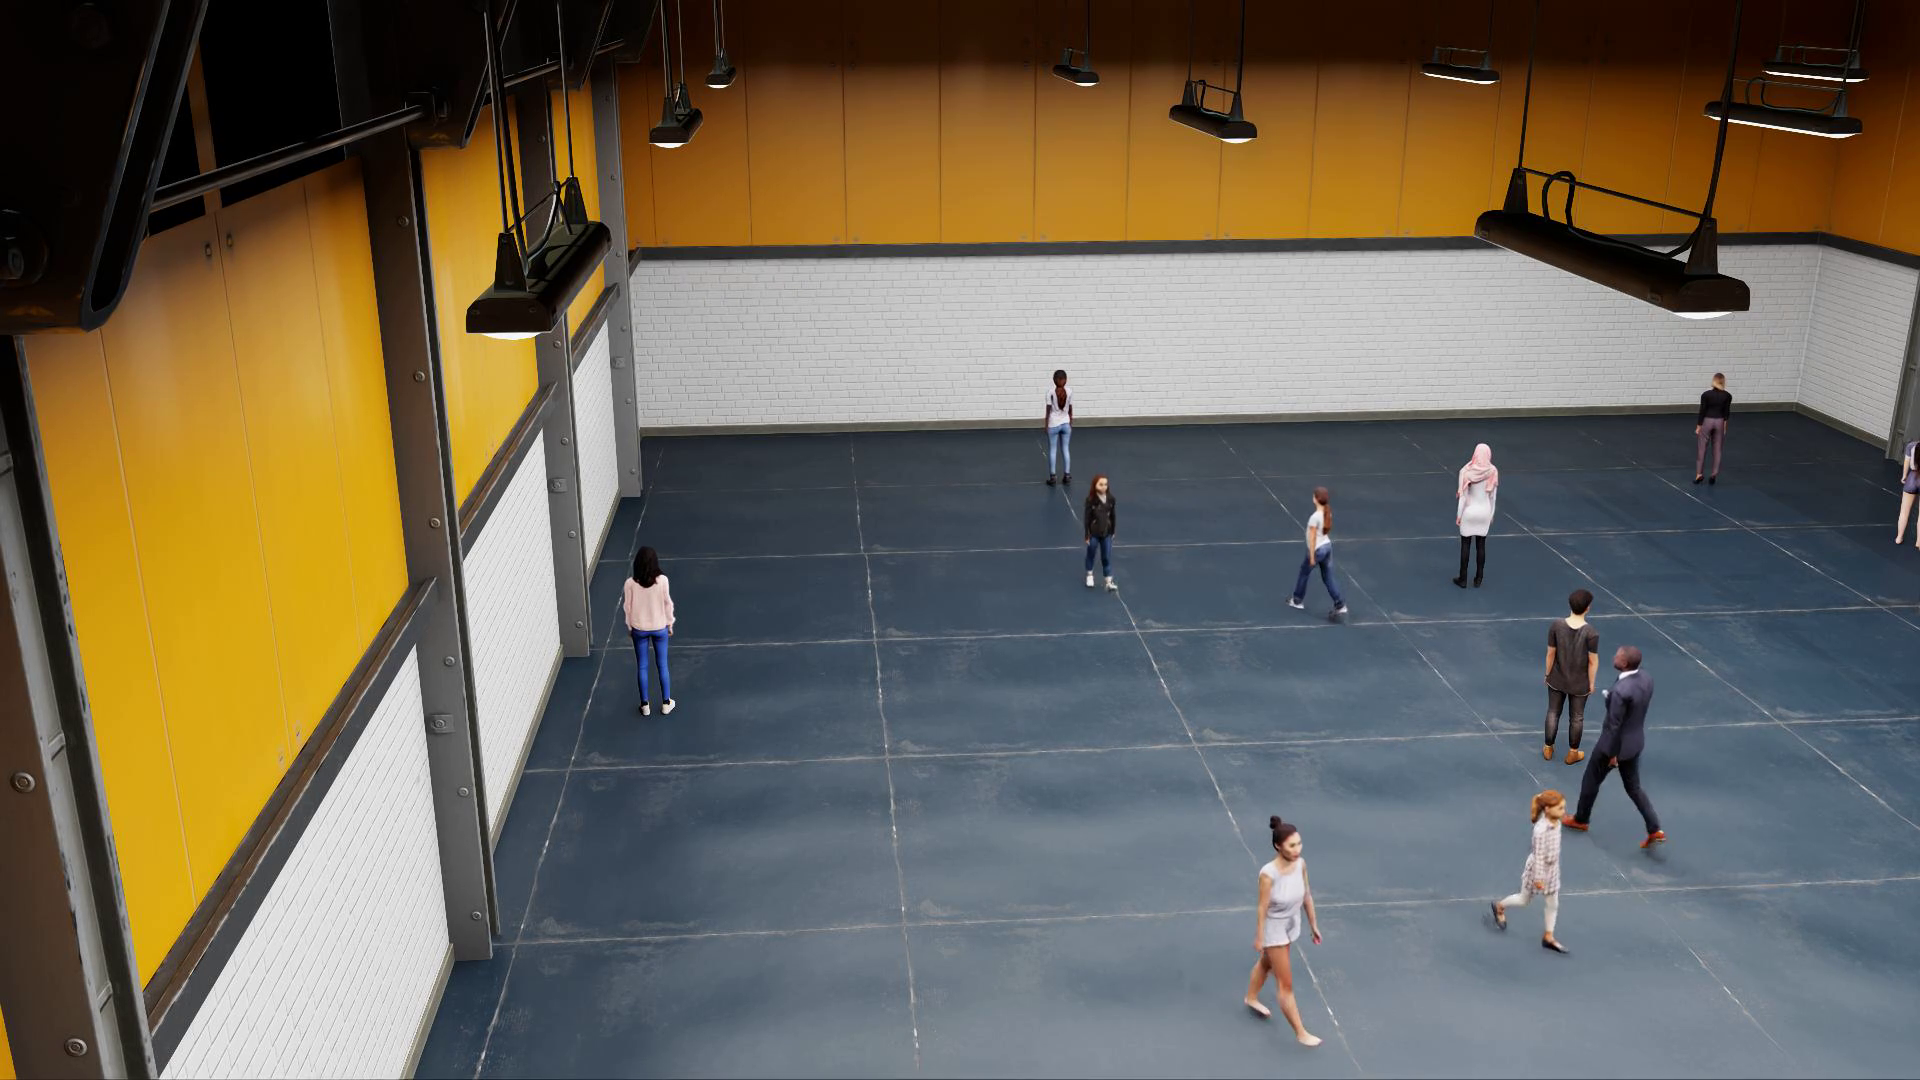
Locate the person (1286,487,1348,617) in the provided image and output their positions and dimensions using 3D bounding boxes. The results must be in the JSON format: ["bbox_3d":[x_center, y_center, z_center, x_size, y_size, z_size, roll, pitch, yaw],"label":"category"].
[{"bbox_3d":[4.218,0.160,19.242,0.929,1.526,1.133,-14,23,-35],"label":"person"}]

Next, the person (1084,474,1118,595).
[{"bbox_3d":[1.652,-0.102,20.147,0.673,1.446,0.961,-5,19,-14],"label":"person"}]

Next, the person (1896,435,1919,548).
[{"bbox_3d":[12.514,-0.727,21.684,0.661,1.650,0.719,15,24,37],"label":"person"}]

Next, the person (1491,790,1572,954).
[{"bbox_3d":[4.383,2.490,12.685,0.811,1.296,0.959,-14,23,-37],"label":"person"}]

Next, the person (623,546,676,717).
[{"bbox_3d":[-3.106,0.903,16.658,0.644,1.769,0.526,-2,19,-6],"label":"person"}]

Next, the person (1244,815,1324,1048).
[{"bbox_3d":[2.179,2.684,11.668,0.929,1.578,1.082,-15,24,-37],"label":"person"}]

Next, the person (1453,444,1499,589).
[{"bbox_3d":[6.257,-0.301,20.175,0.636,1.804,0.599,0,19,-1],"label":"person"}]

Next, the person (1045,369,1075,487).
[{"bbox_3d":[1.452,-1.650,24.315,0.616,1.721,0.586,-6,20,-18],"label":"person"}]

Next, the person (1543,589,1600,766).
[{"bbox_3d":[5.736,1.275,15.634,0.709,1.717,0.750,12,22,32],"label":"person"}]

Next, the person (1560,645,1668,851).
[{"bbox_3d":[5.659,1.766,14.048,1.064,1.799,1.283,-12,22,-32],"label":"person"}]

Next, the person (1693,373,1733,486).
[{"bbox_3d":[10.995,-1.621,24.312,0.625,1.666,0.569,1,19,3],"label":"person"}]
